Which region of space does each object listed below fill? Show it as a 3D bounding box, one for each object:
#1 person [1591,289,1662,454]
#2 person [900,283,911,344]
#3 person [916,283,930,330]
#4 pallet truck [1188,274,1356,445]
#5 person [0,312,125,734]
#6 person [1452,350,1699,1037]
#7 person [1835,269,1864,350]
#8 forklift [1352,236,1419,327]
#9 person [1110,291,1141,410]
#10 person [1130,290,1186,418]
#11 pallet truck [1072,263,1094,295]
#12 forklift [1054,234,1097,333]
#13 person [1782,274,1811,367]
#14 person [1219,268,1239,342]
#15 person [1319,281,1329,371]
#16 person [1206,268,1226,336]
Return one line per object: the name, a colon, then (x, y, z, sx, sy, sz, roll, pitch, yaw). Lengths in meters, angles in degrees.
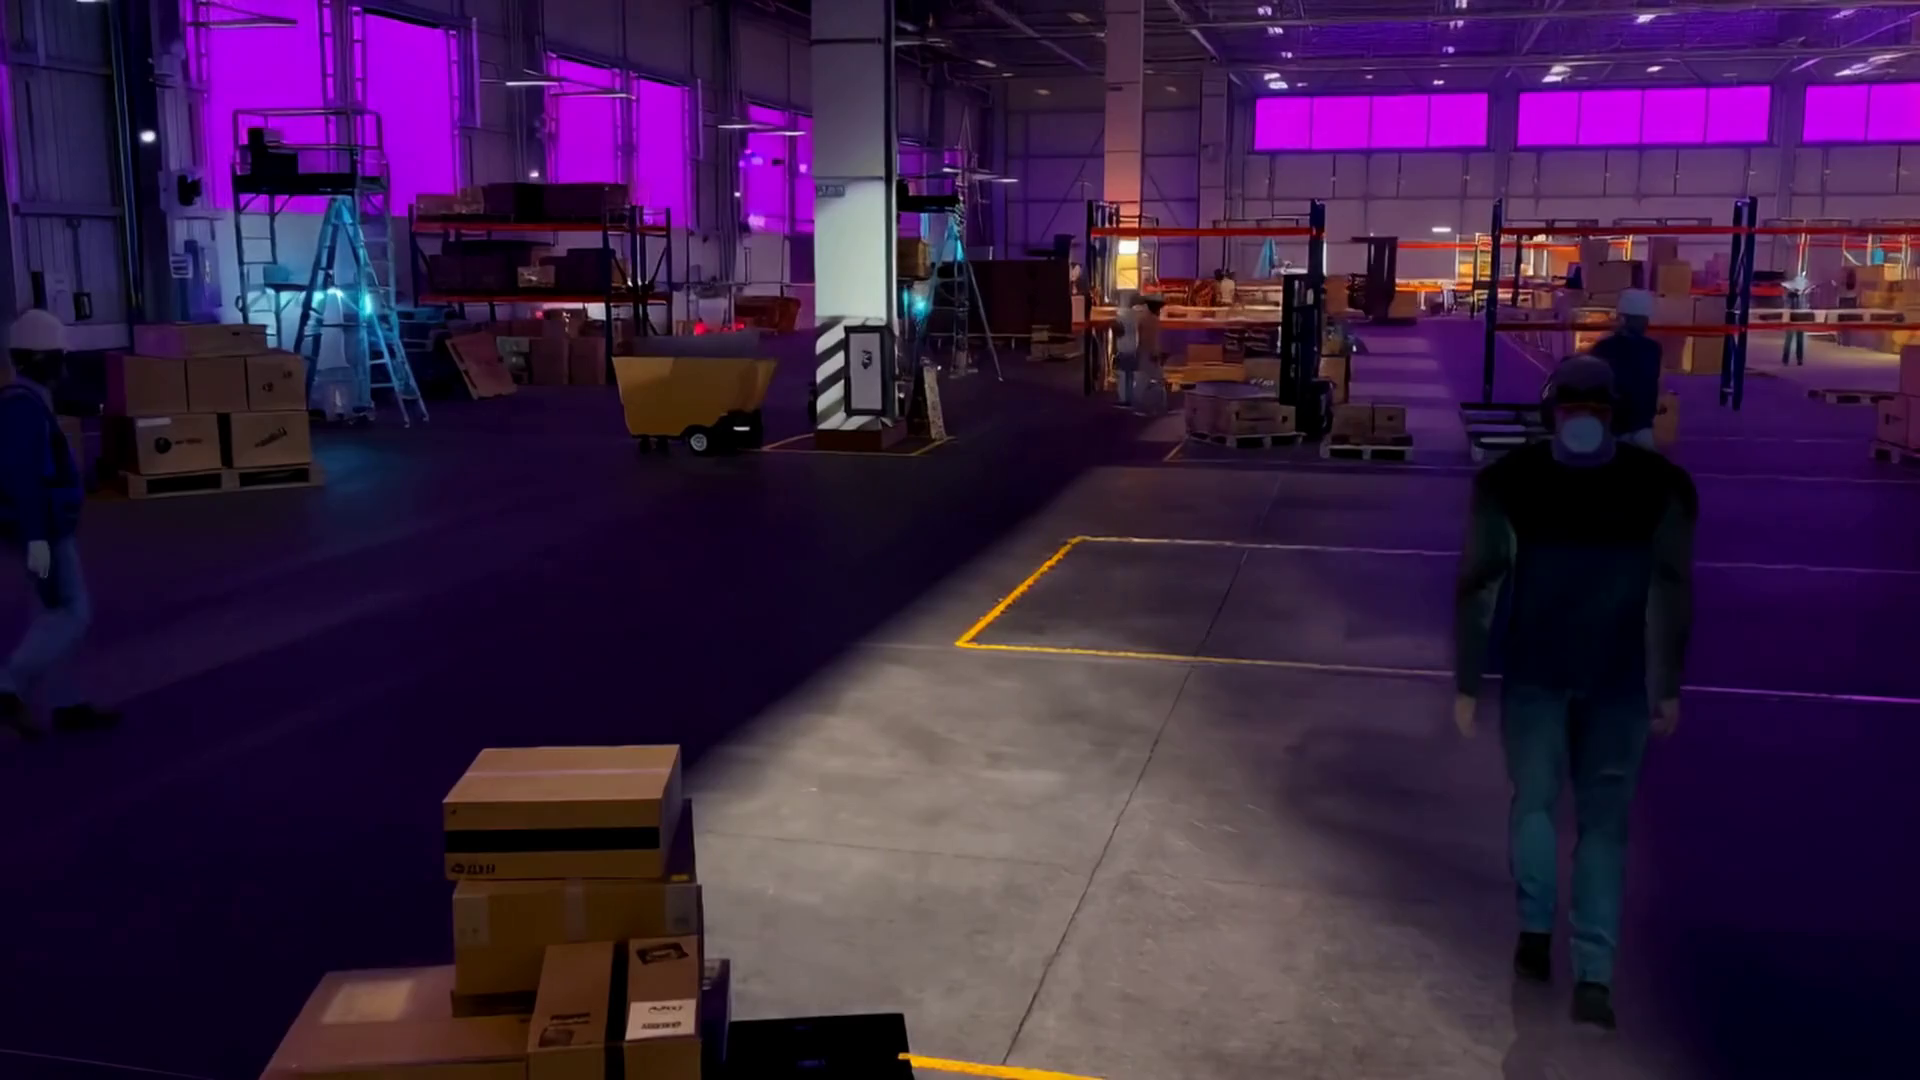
person: (4.838, -0.823, 12.000, 0.664, 1.939, 1.023, -3, 10, -16)
person: (-1.535, -5.722, 41.827, 0.521, 1.614, 0.699, 7, 12, 37)
person: (-1.100, -7.320, 50.323, 0.392, 1.928, 0.543, 7, 12, 34)
pallet truck: (3.653, -2.138, 19.590, 1.885, 1.965, 0.823, -4, 10, -20)
person: (-4.161, -0.052, 7.486, 0.509, 1.935, 0.630, -5, 11, -27)
person: (1.734, 0.427, 4.755, 0.653, 1.904, 0.874, 3, 10, 20)
person: (21.091, -5.464, 39.454, 0.615, 1.901, 0.456, 3, 10, 16)
forklift: (13.260, -8.050, 51.799, 1.873, 2.768, 1.129, -2, 10, -12)
person: (2.365, -2.709, 23.828, 0.540, 1.697, 0.318, -8, 13, -39)
person: (2.699, -2.506, 22.499, 0.837, 1.730, 0.553, 1, 10, 8)
pallet truck: (4.325, -8.180, 55.162, 0.823, 1.965, 1.885, 6, 11, 31)
forklift: (2.933, -7.338, 47.611, 1.873, 2.768, 1.129, 2, 10, 14)
person: (16.722, -4.388, 33.287, 0.516, 1.841, 0.325, 5, 11, 27)
person: (6.705, -5.732, 41.011, 0.801, 1.906, 0.650, 8, 13, 40)
person: (6.891, -4.109, 31.966, 0.485, 1.736, 0.322, -5, 11, -28)
person: (7.070, -6.491, 45.535, 1.033, 1.882, 0.633, -6, 11, -32)
